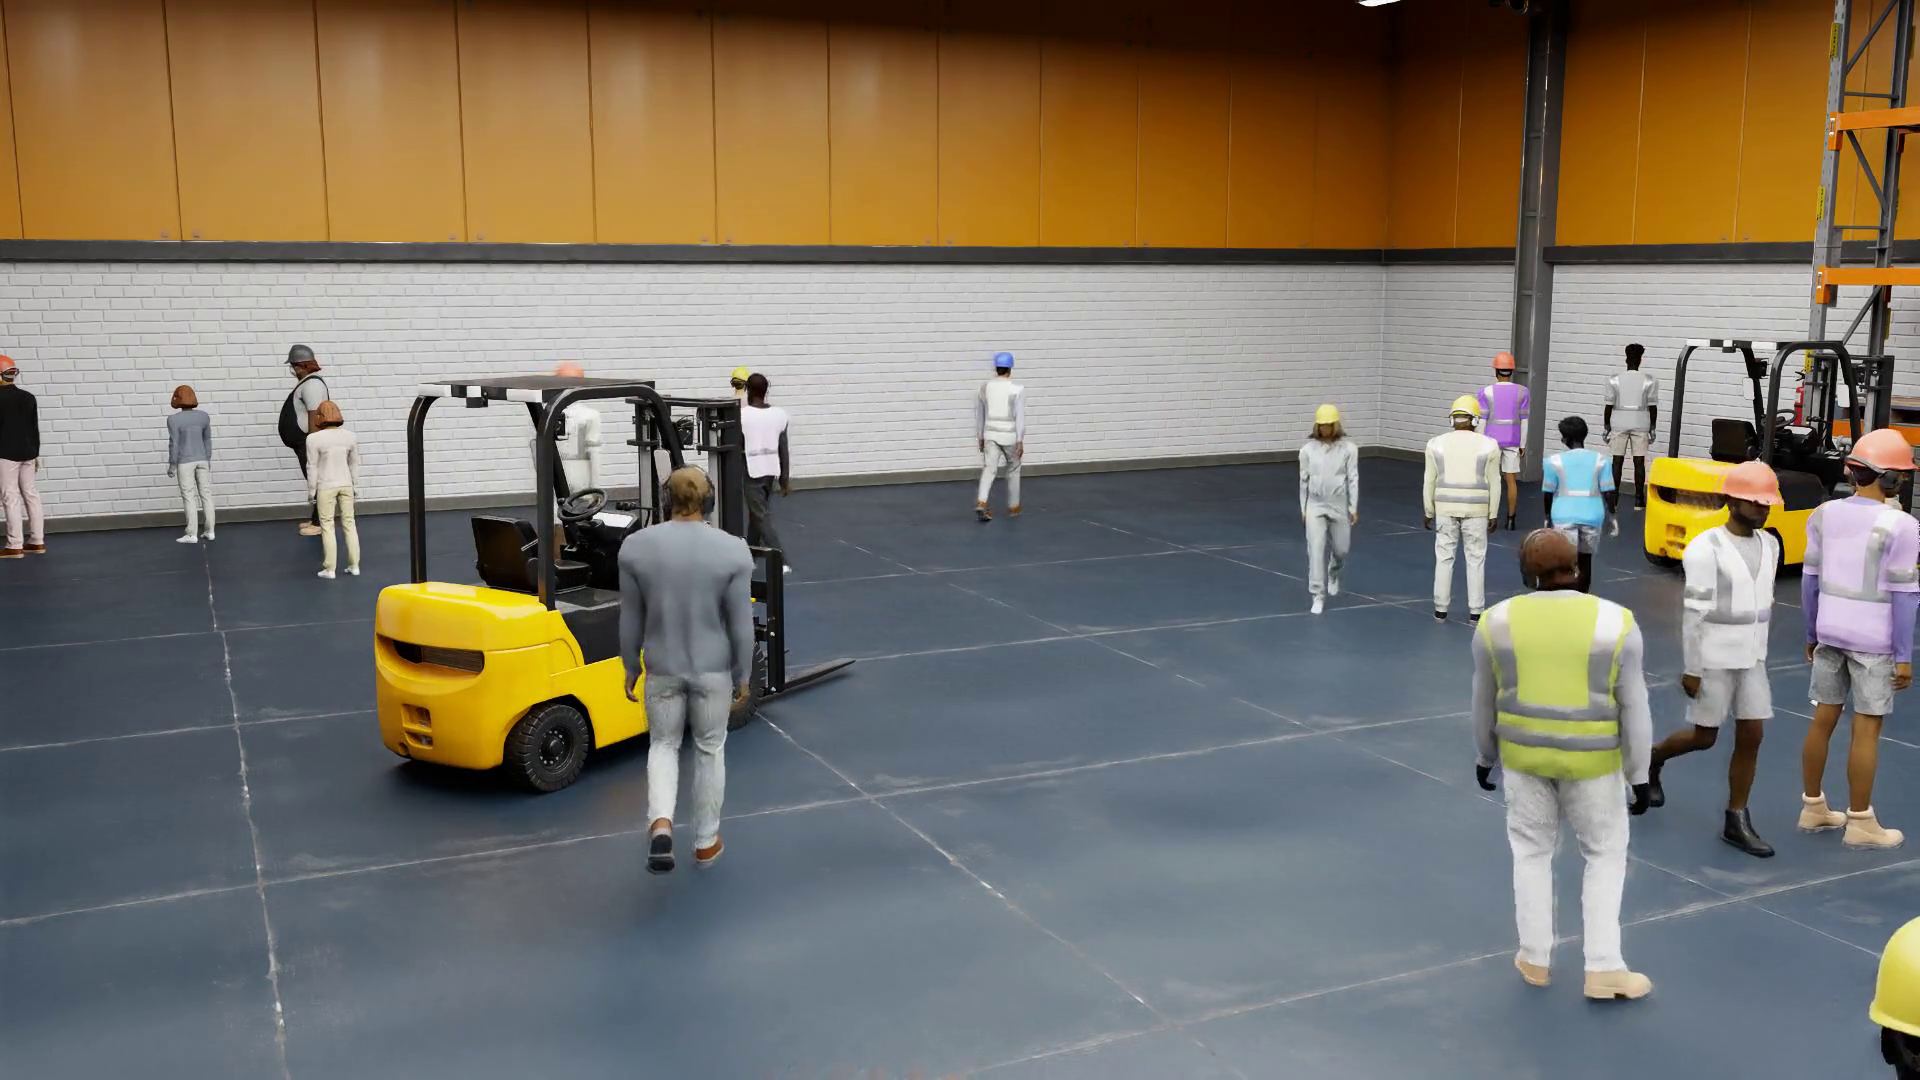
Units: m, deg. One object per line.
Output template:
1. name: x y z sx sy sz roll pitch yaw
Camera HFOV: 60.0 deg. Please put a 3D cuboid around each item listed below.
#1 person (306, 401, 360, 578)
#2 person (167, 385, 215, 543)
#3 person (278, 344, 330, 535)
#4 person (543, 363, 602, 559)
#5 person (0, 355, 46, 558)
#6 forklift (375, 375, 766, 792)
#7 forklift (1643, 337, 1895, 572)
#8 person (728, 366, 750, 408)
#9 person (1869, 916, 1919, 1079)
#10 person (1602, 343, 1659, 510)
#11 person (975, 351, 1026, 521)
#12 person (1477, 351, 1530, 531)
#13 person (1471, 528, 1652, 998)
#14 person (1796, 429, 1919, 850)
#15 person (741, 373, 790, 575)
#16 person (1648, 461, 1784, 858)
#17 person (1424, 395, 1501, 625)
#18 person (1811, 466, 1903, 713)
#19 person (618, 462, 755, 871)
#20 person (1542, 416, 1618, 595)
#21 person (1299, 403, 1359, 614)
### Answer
1. person: -5.735 -0.462 15.238 0.278 1.625 0.495 7 12 38
2. person: -7.965 -0.785 17.209 0.279 1.634 0.498 5 10 27
3. person: -6.981 -1.074 17.748 0.536 2.000 0.688 -3 10 -20
4. person: -3.306 -0.499 14.232 0.610 2.018 0.694 1 9 7
5. person: -9.318 -0.820 16.349 0.402 1.986 0.609 2 9 12
6. forklift: -2.268 0.149 9.685 1.214 2.155 2.313 6 11 32
7. forklift: 7.551 -0.789 15.507 2.313 2.155 1.214 -4 10 -25
8. person: -2.380 -1.011 18.209 0.525 1.769 0.308 1 9 5
9. person: 1.384 1.466 2.422 0.594 1.905 0.516 9 13 44
10. person: 7.879 -1.329 19.561 0.604 1.966 0.367 4 10 23
11. person: 0.440 -1.169 18.748 0.616 1.916 0.939 4 10 23
12. person: 5.848 -1.062 17.979 0.545 1.942 0.350 1 9 5
13. person: 2.356 0.869 6.461 0.755 1.801 0.429 5 10 28
14. person: 4.401 0.477 8.120 0.397 2.043 0.610 -3 10 -19
15. person: -1.847 -0.598 15.341 0.979 1.877 0.595 9 13 44
16. person: 3.702 0.543 8.161 0.545 1.910 0.756 -3 10 -19
17. person: 3.989 -0.235 13.220 0.587 1.822 0.404 4 10 24
18. person: 5.689 0.287 10.550 0.524 1.637 0.306 -1 9 -7
19. person: -1.259 0.609 7.649 0.639 1.926 0.606 0 9 0
20. person: 4.963 -0.163 13.327 0.585 1.654 0.808 1 9 9
21. person: 3.058 -0.287 13.838 0.485 1.725 0.698 2 9 12
